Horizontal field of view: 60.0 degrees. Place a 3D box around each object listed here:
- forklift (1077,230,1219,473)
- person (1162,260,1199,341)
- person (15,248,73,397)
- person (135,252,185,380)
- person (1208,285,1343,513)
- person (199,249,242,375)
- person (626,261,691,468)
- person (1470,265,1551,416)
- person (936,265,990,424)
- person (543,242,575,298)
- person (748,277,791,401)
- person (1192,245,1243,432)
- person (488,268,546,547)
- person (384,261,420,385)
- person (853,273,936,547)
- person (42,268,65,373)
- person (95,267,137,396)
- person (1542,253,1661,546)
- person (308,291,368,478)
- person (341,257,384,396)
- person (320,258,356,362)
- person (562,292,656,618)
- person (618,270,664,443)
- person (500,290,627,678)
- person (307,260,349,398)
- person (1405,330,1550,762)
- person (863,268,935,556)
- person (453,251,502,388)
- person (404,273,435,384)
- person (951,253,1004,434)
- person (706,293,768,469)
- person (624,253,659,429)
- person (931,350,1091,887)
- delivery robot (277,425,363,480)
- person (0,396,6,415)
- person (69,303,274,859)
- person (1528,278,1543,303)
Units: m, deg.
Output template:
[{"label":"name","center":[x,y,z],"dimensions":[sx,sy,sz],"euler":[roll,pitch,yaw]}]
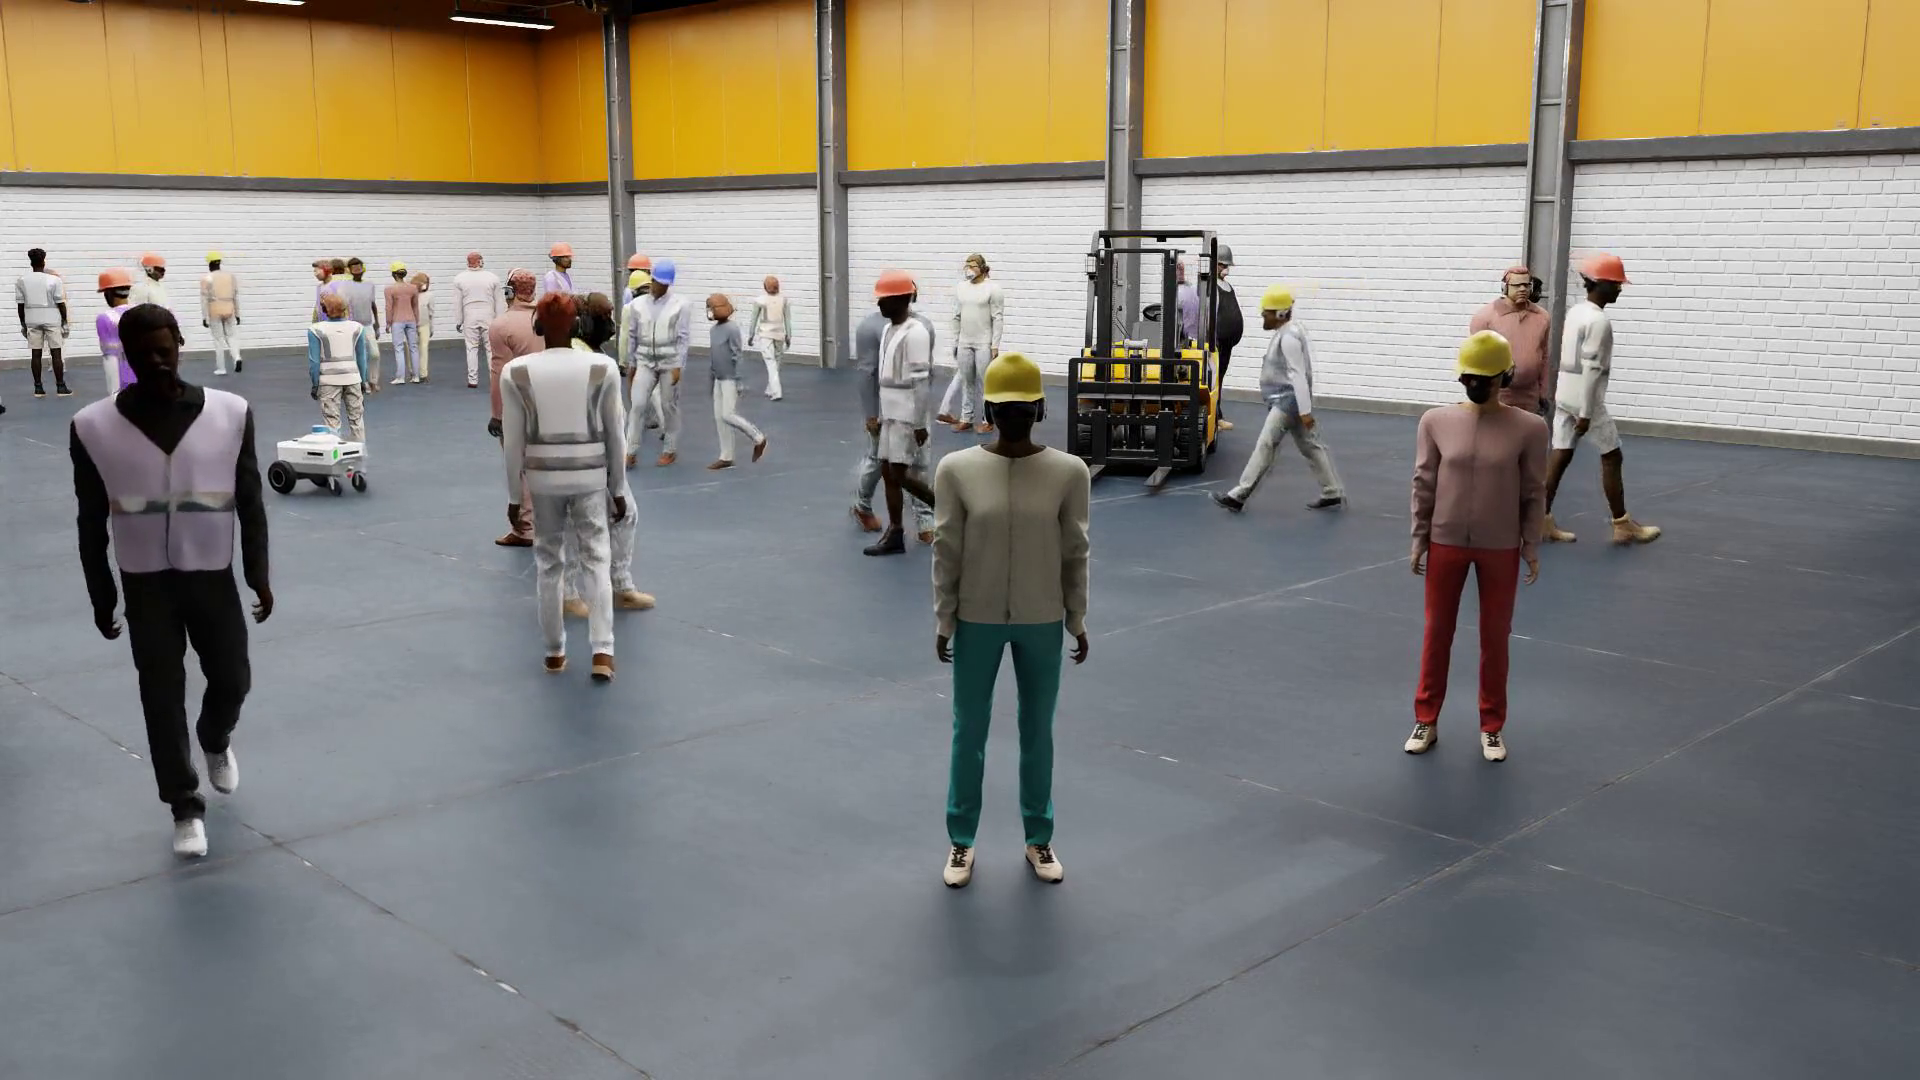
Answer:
[{"label":"forklift","center":[1.804,-1.825,15.677],"dimensions":[1.214,2.155,2.313],"euler":[2,11,13]},{"label":"person","center":[2.172,-2.010,17.569],"dimensions":[0.925,1.867,0.644],"euler":[5,11,24]},{"label":"person","center":[-12.119,-2.872,22.005],"dimensions":[0.611,1.966,0.362],"euler":[-2,11,-10]},{"label":"person","center":[-9.714,-2.504,20.105],"dimensions":[1.072,1.931,0.630],"euler":[-2,11,-9]},{"label":"person","center":[2.471,-1.060,12.723],"dimensions":[1.046,1.759,0.614],"euler":[2,11,11]},{"label":"person","center":[-11.263,-3.461,25.357],"dimensions":[0.497,1.915,0.613],"euler":[9,13,39]},{"label":"person","center":[-2.772,-1.570,15.117],"dimensions":[0.634,1.894,0.812],"euler":[1,10,8]},{"label":"person","center":[4.151,-1.105,12.535],"dimensions":[0.652,1.906,0.402],"euler":[-2,11,-10]},{"label":"person","center":[0.180,-2.202,18.802],"dimensions":[0.998,1.807,0.521],"euler":[-1,10,-5]},{"label":"person","center":[-4.971,-2.708,20.892],"dimensions":[0.364,2.048,0.608],"euler":[2,11,9]},{"label":"person","center":[-2.460,-2.619,21.640],"dimensions":[0.524,1.593,0.856],"euler":[-5,12,-28]},{"label":"person","center":[2.826,-2.203,18.159],"dimensions":[0.536,2.000,0.676],"euler":[6,12,31]},{"label":"person","center":[-3.001,-0.910,11.470],"dimensions":[0.409,1.907,0.651],"euler":[7,12,32]},{"label":"person","center":[-8.005,-3.111,23.862],"dimensions":[0.309,1.769,0.525],"euler":[9,14,40]},{"label":"person","center":[-0.481,-0.924,11.623],"dimensions":[0.631,1.903,0.968],"euler":[-6,12,-29]},{"label":"person","center":[-14.049,-3.382,25.722],"dimensions":[0.372,1.627,0.519],"euler":[4,11,20]},{"label":"person","center":[-6.558,-1.231,13.317],"dimensions":[0.855,1.898,0.593],"euler":[4,11,23]},{"label":"person","center":[4.423,-0.945,11.429],"dimensions":[0.961,2.001,0.615],"euler":[0,10,-3]},{"label":"person","center":[-5.484,-1.370,14.700],"dimensions":[0.514,1.645,0.308],"euler":[-9,14,-41]},{"label":"person","center":[-7.927,-2.819,22.063],"dimensions":[0.515,1.844,0.484],"euler":[-9,14,-40]},{"label":"person","center":[-8.891,-3.155,23.972],"dimensions":[0.635,1.815,0.818],"euler":[-9,13,-39]},{"label":"person","center":[-1.994,-0.460,9.270],"dimensions":[0.710,1.821,0.632],"euler":[1,10,3]},{"label":"person","center":[-3.249,-1.900,17.244],"dimensions":[1.018,1.759,0.615],"euler":[10,14,44]},{"label":"person","center":[-1.899,-0.259,8.034],"dimensions":[0.574,1.891,0.396],"euler":[-2,11,-11]},{"label":"person","center":[-8.242,-2.719,21.602],"dimensions":[0.625,1.812,0.557],"euler":[-9,14,-41]},{"label":"person","center":[2.093,0.029,6.760],"dimensions":[0.525,1.759,0.337],"euler":[4,11,22]},{"label":"person","center":[-0.354,-0.839,11.049],"dimensions":[0.547,1.918,0.558],"euler":[-5,11,-24]},{"label":"person","center":[-6.753,-3.083,23.332],"dimensions":[0.643,1.905,0.400],"euler":[-3,11,-17]},{"label":"person","center":[-7.895,-3.090,24.203],"dimensions":[0.520,1.594,0.806],"euler":[-4,11,-23]},{"label":"person","center":[0.178,-2.108,17.921],"dimensions":[0.630,1.940,0.372],"euler":[7,12,33]},{"label":"person","center":[-2.078,-1.449,15.222],"dimensions":[0.491,1.613,0.526],"euler":[-7,12,-34]},{"label":"person","center":[-3.527,-2.193,18.403],"dimensions":[0.371,1.932,0.548],"euler":[-2,11,-11]},{"label":"person","center":[0.169,0.264,5.450],"dimensions":[0.524,1.769,0.325],"euler":[-1,10,-4]},{"label":"delivery robot","center":[-5.308,-0.710,13.801],"dimensions":[0.707,0.478,0.477],"euler":[6,12,25]},{"label":"person","center":[-11.735,-2.410,19.740],"dimensions":[1.041,1.886,0.621],"euler":[10,14,43]},{"label":"person","center":[-2.756,0.121,5.854],"dimensions":[0.603,1.906,0.626],"euler":[-6,12,-28]},{"label":"person","center":[5.983,-1.929,17.622],"dimensions":[0.318,1.691,0.535],"euler":[4,11,19]}]
